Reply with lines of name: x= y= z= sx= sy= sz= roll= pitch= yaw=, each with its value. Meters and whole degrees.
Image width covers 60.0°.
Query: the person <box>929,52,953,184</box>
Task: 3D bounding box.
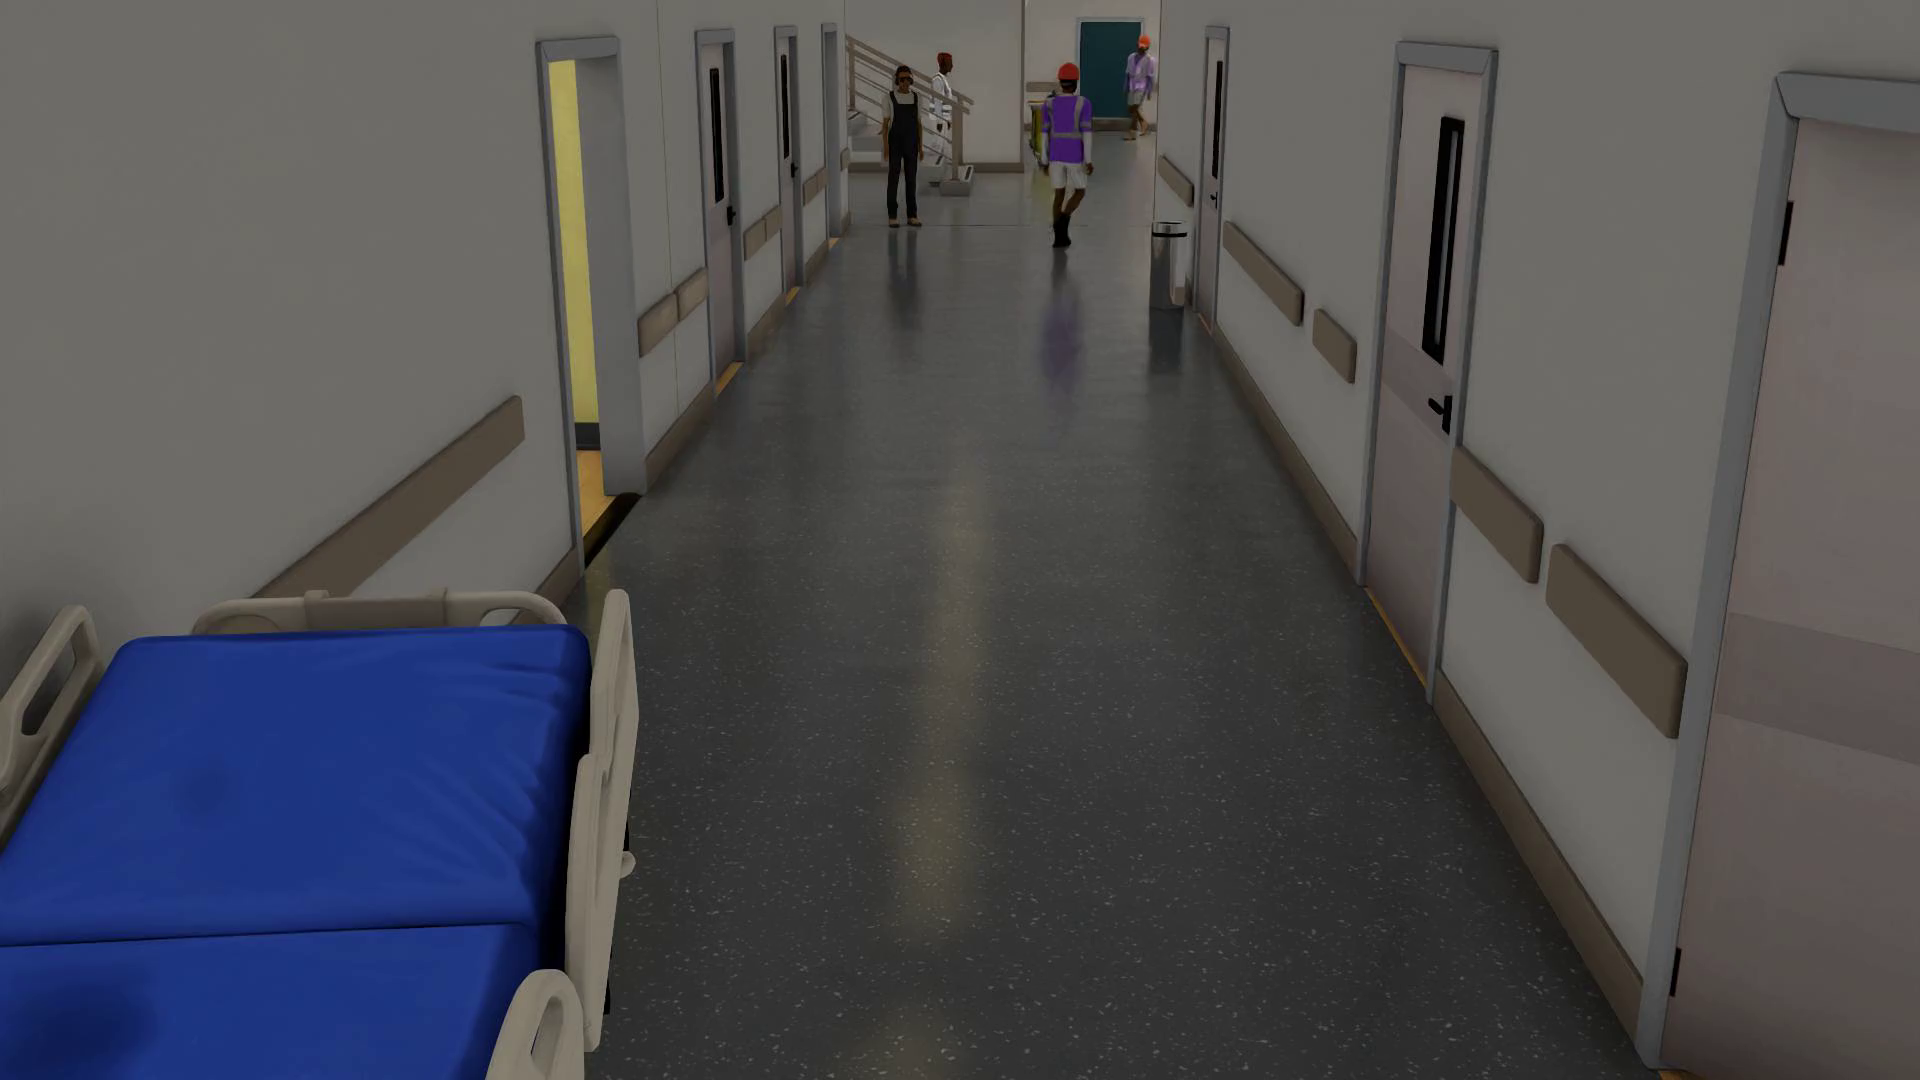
person: x=-0.271 y=-6.174 z=24.373 sx=0.354 sy=1.875 sz=0.575 roll=3 pitch=18 yaw=9

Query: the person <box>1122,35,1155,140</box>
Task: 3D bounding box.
person: x=3.499 y=-8.857 z=32.605 sx=0.743 sy=1.998 sz=0.641 roll=-16 pitch=24 yaw=-42

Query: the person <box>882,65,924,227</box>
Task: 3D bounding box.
person: x=-0.658 y=-4.593 z=19.443 sx=0.508 sy=1.846 sz=0.345 roll=-7 pitch=19 yaw=-21

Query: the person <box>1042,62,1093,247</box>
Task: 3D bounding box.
person: x=1.131 y=-4.073 z=17.671 sx=0.586 sy=1.927 sz=0.539 roll=8 pitch=19 yaw=23
